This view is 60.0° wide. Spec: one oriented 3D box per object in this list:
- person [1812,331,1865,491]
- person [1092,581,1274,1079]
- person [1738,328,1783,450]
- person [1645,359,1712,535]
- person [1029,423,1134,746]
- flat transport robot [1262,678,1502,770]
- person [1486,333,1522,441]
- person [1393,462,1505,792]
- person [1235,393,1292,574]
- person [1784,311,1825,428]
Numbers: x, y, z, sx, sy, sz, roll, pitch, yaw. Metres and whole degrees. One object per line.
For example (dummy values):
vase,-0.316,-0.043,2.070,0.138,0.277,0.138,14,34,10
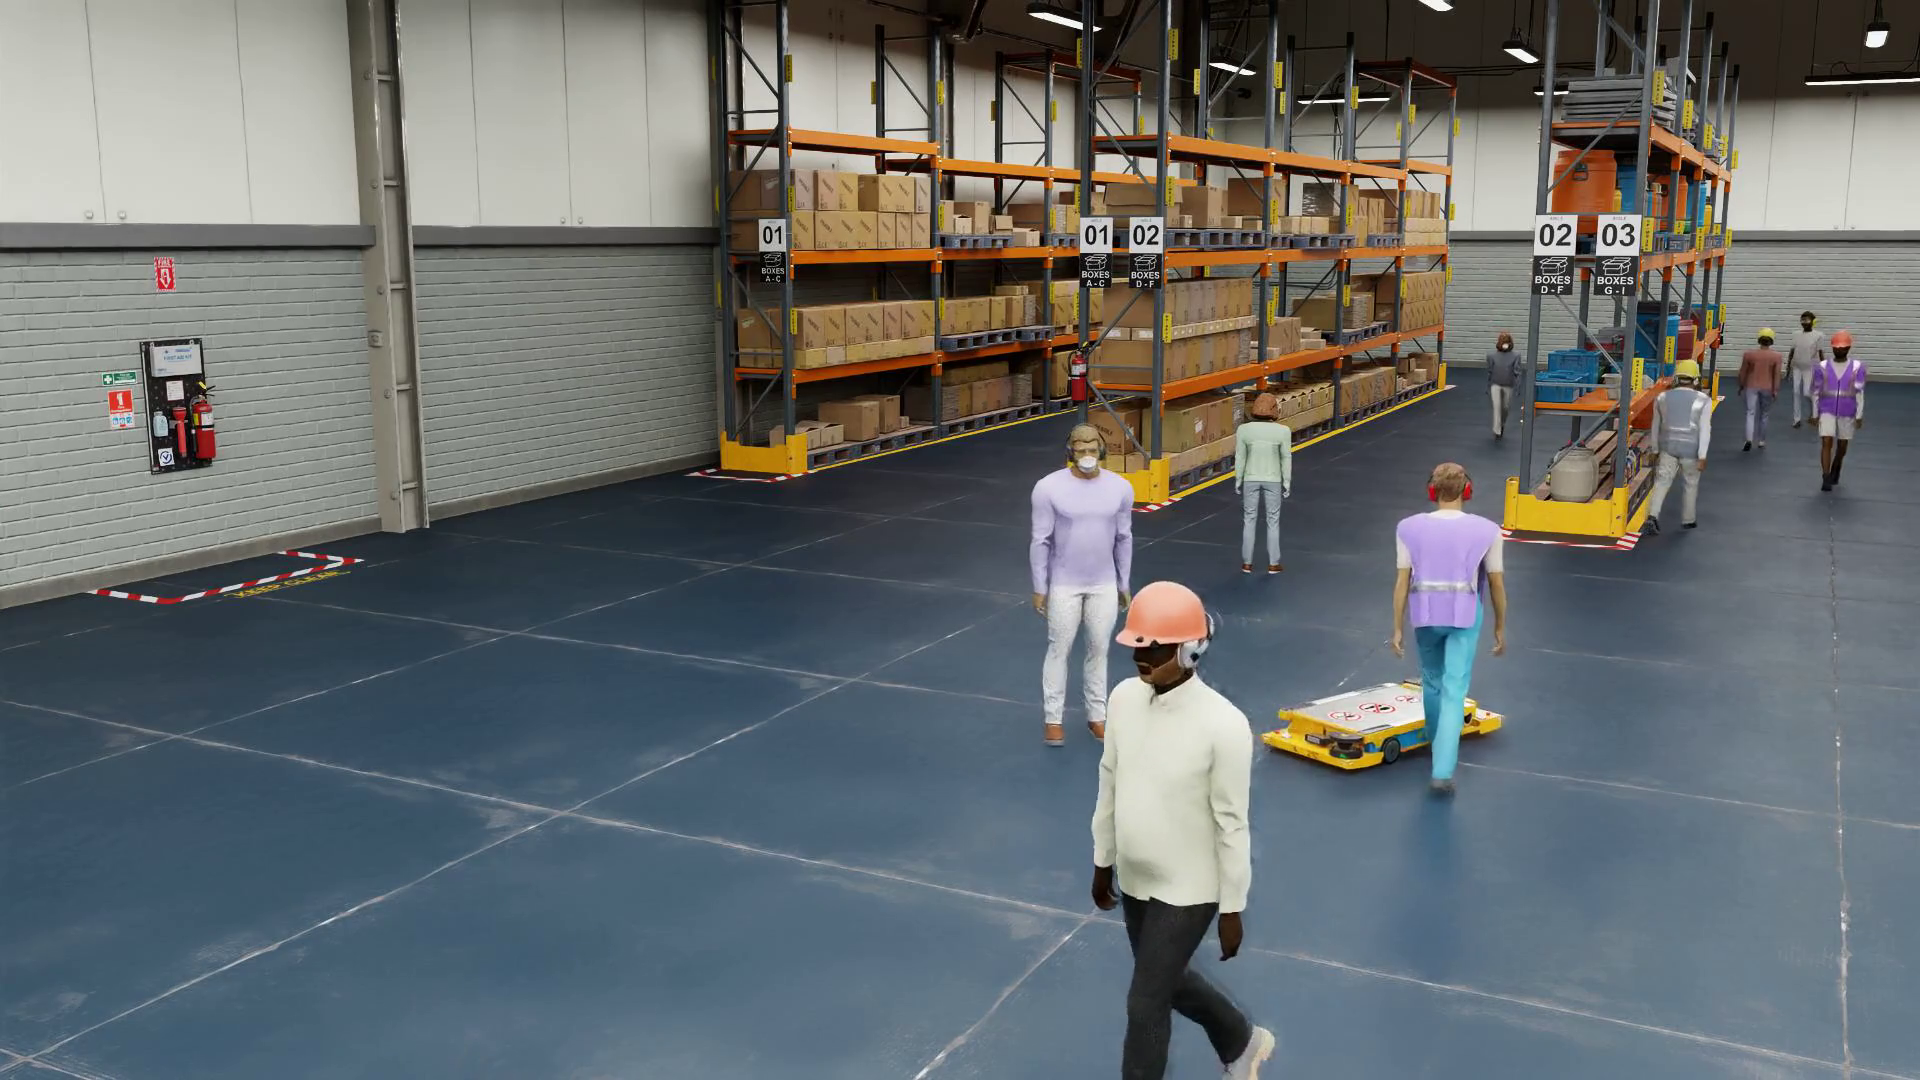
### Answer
person,10.540,-1.566,19.993,0.551,1.910,0.845,5,12,26
person,0.718,1.076,5.449,0.942,1.963,0.631,-7,13,-34
person,11.369,-2.148,23.648,0.529,1.731,0.859,5,11,23
person,7.285,-0.936,16.880,0.601,1.797,0.914,9,14,41
person,0.726,0.265,9.919,0.635,1.937,0.352,-2,11,-11
flat transport robot,2.549,1.086,9.996,1.431,0.197,0.652,-8,13,-36
person,8.111,-2.303,24.854,0.502,1.607,0.737,2,11,13
person,2.721,0.461,9.277,0.600,1.792,1.013,4,11,22
person,2.727,-0.511,14.982,0.508,1.632,0.265,3,11,17
person,13.347,-2.699,26.314,0.461,1.856,0.519,-9,14,-40
